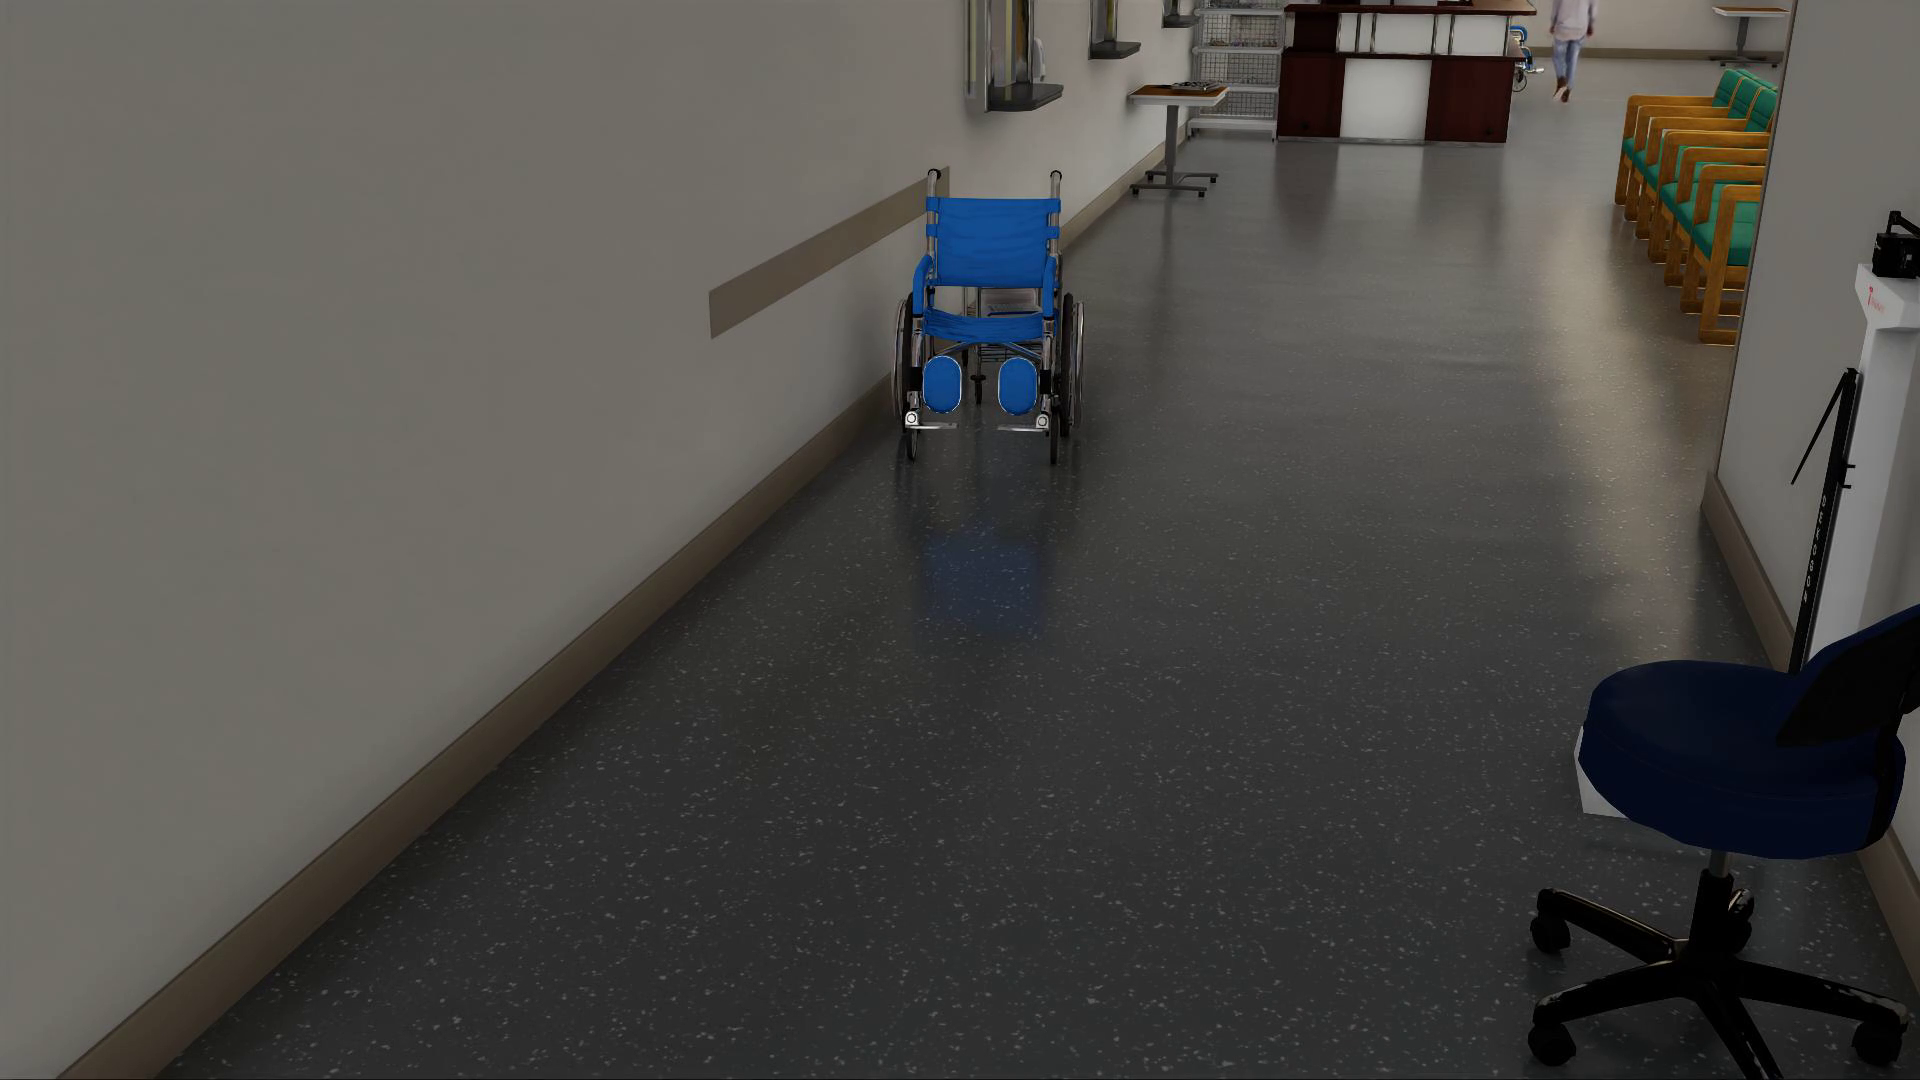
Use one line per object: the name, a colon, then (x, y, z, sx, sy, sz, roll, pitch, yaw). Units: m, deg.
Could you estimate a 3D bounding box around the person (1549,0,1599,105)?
person: (7.374, -6.180, 20.035, 0.682, 1.824, 0.749, 5, 21, 13)
